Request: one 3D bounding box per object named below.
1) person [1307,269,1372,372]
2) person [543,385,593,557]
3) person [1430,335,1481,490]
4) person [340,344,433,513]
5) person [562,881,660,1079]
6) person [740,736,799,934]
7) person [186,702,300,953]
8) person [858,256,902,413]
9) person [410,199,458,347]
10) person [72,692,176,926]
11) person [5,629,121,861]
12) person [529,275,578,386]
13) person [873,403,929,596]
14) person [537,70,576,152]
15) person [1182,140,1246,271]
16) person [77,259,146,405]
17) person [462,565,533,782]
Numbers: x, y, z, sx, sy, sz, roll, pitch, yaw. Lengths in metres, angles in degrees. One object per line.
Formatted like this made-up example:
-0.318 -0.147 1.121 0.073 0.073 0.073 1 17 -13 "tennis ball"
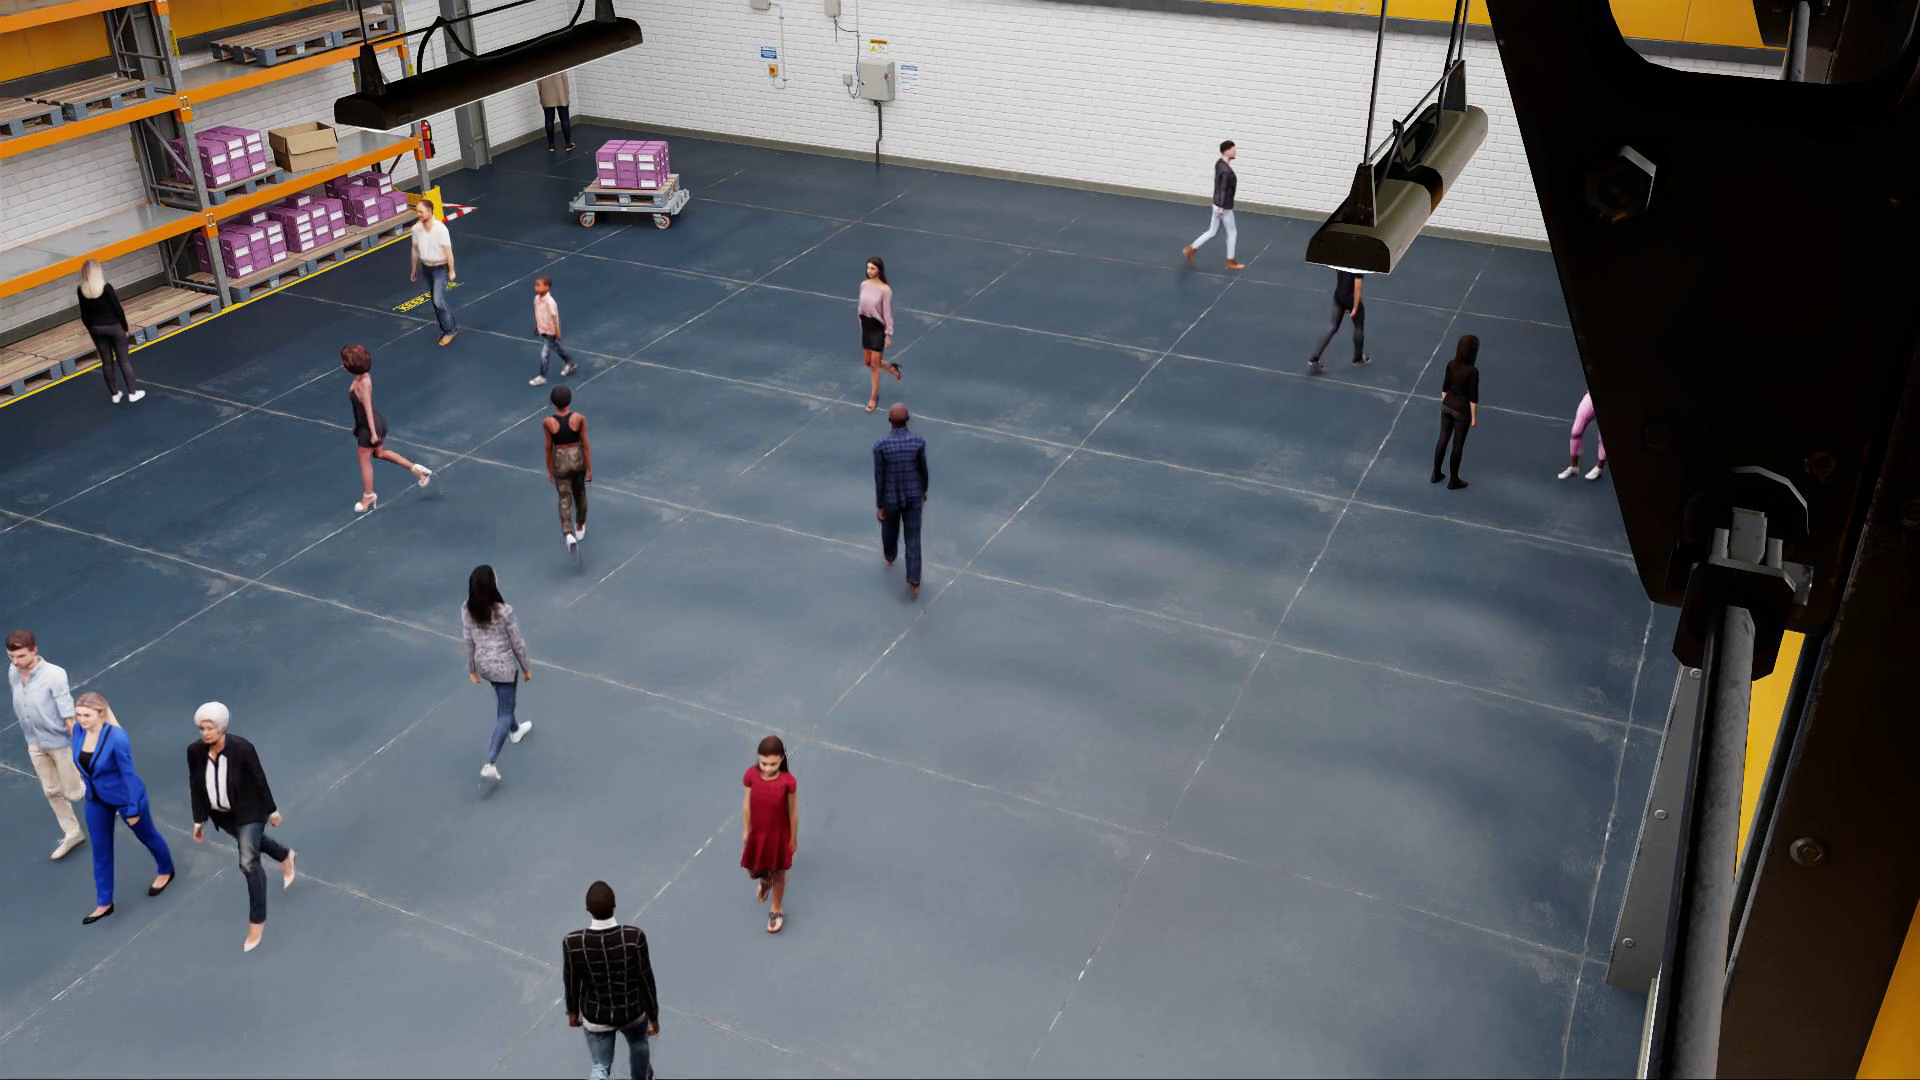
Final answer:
4.507 -2.844 19.656 1.213 1.806 1.021 -17 33 -28 "person"
-3.700 -0.644 15.754 0.973 1.680 1.113 -6 29 -10 "person"
5.089 -1.323 17.038 0.651 1.642 0.658 -20 34 -32 "person"
-5.773 -1.119 16.533 1.054 1.769 0.993 -10 30 -18 "person"
-1.984 2.735 9.440 1.038 1.795 1.217 -3 29 -5 "person"
-1.257 1.909 11.222 0.680 1.537 0.807 5 29 10 "person"
-4.736 1.791 11.108 0.866 1.742 1.149 6 29 11 "person"
-0.899 -2.336 18.733 0.726 1.797 0.951 19 34 31 "person"
-6.404 -3.353 20.557 0.678 1.836 0.687 15 32 25 "person"
-5.706 1.730 11.403 0.746 1.679 0.984 7 29 13 "person"
-6.391 1.388 11.871 0.731 1.831 0.928 9 30 16 "person"
-4.781 -2.494 19.555 0.977 1.288 0.738 -24 37 -37 "person"
-0.504 -0.348 15.117 1.131 1.769 1.266 -6 29 -11 "person"
-6.899 -7.571 28.234 0.802 1.889 0.825 -1 29 -3 "person"
3.522 -4.574 22.827 1.085 1.805 1.151 -3 29 -6 "person"
-9.700 -2.370 18.912 0.696 1.686 0.702 -3 29 -5 "person"
-3.567 1.024 12.676 0.790 1.699 1.205 7 29 13 "person"
